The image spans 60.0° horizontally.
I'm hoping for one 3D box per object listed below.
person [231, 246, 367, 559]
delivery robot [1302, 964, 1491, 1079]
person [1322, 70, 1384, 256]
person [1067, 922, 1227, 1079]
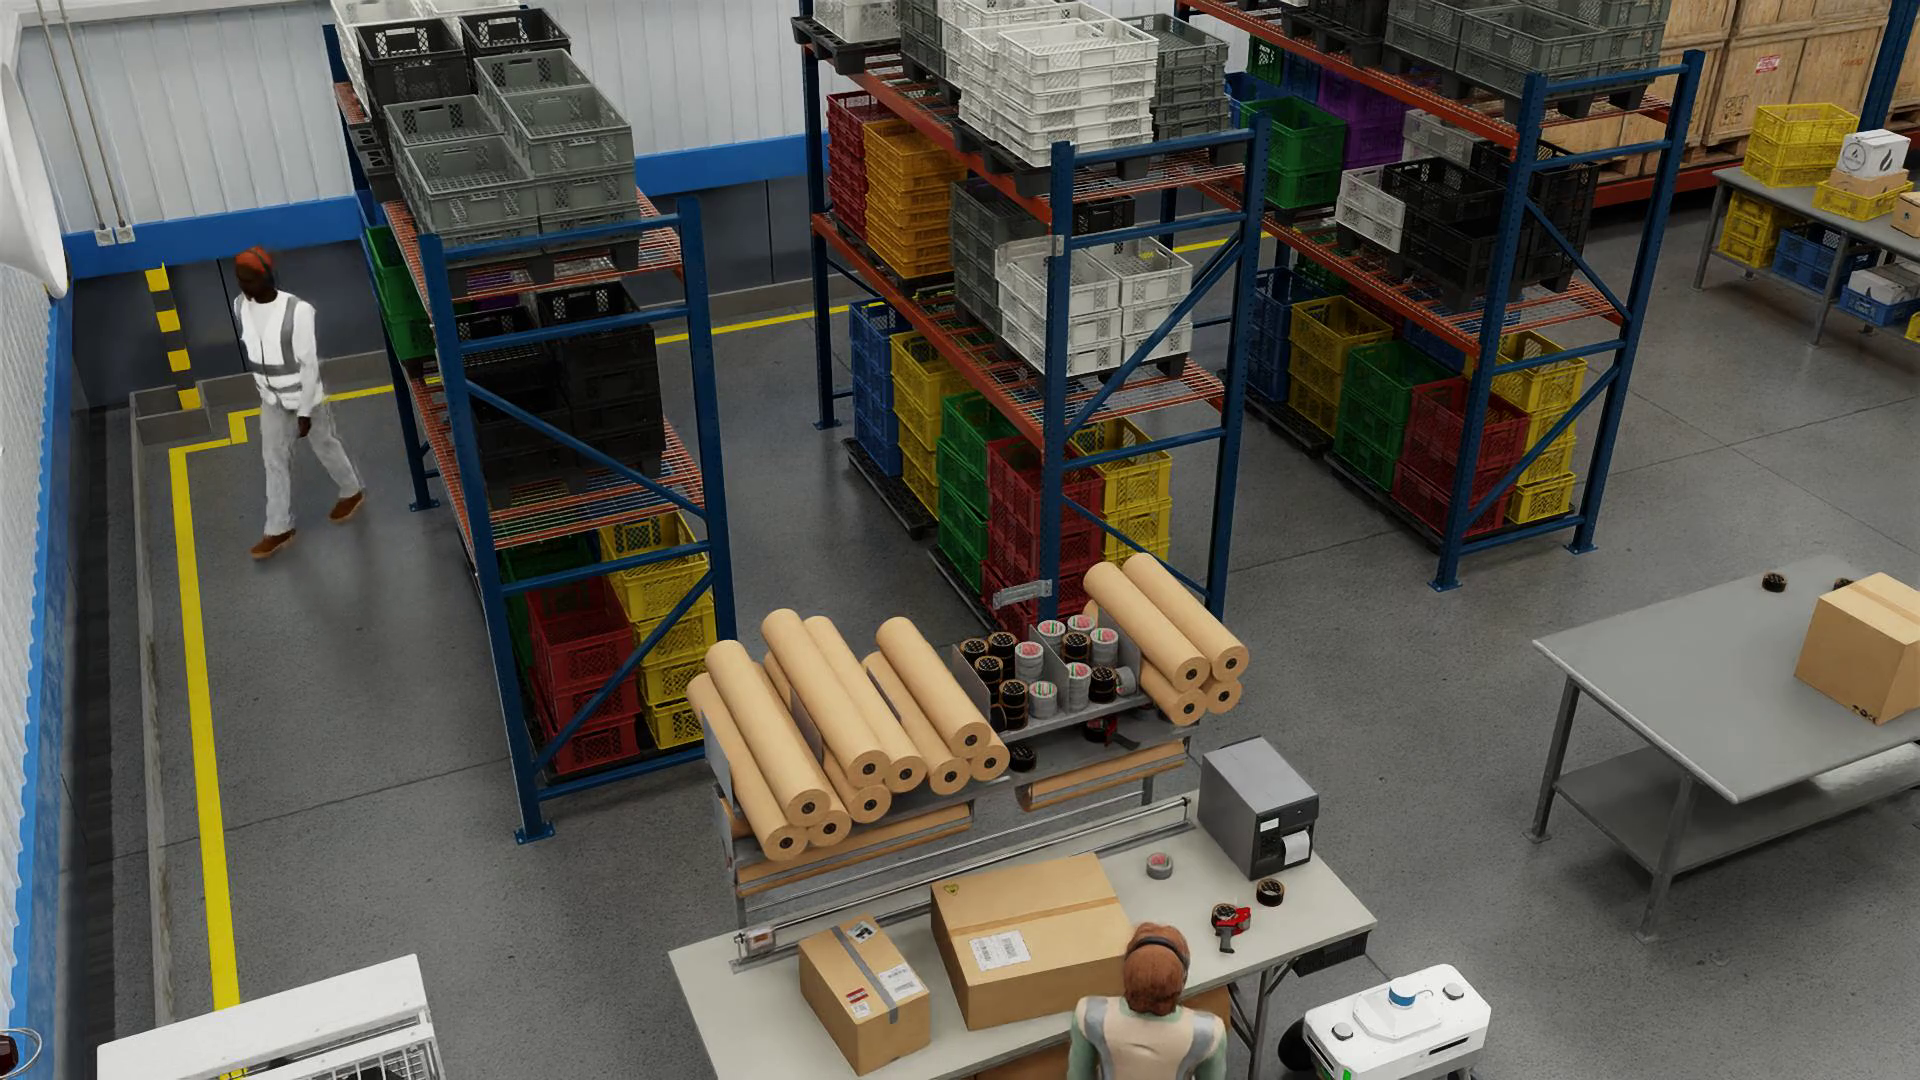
[{"bbox_3d":[-3.975,-0.840,9.811,0.579,1.851,0.852,10,33,16],"label":"person"},{"bbox_3d":[1.699,1.912,6.485,0.707,0.478,0.477,-13,34,-20],"label":"delivery robot"},{"bbox_3d":[3.286,-3.302,13.742,0.627,1.930,0.369,15,34,22],"label":"person"},{"bbox_3d":[0.604,1.937,5.510,0.517,1.634,0.312,6,32,9],"label":"person"}]
